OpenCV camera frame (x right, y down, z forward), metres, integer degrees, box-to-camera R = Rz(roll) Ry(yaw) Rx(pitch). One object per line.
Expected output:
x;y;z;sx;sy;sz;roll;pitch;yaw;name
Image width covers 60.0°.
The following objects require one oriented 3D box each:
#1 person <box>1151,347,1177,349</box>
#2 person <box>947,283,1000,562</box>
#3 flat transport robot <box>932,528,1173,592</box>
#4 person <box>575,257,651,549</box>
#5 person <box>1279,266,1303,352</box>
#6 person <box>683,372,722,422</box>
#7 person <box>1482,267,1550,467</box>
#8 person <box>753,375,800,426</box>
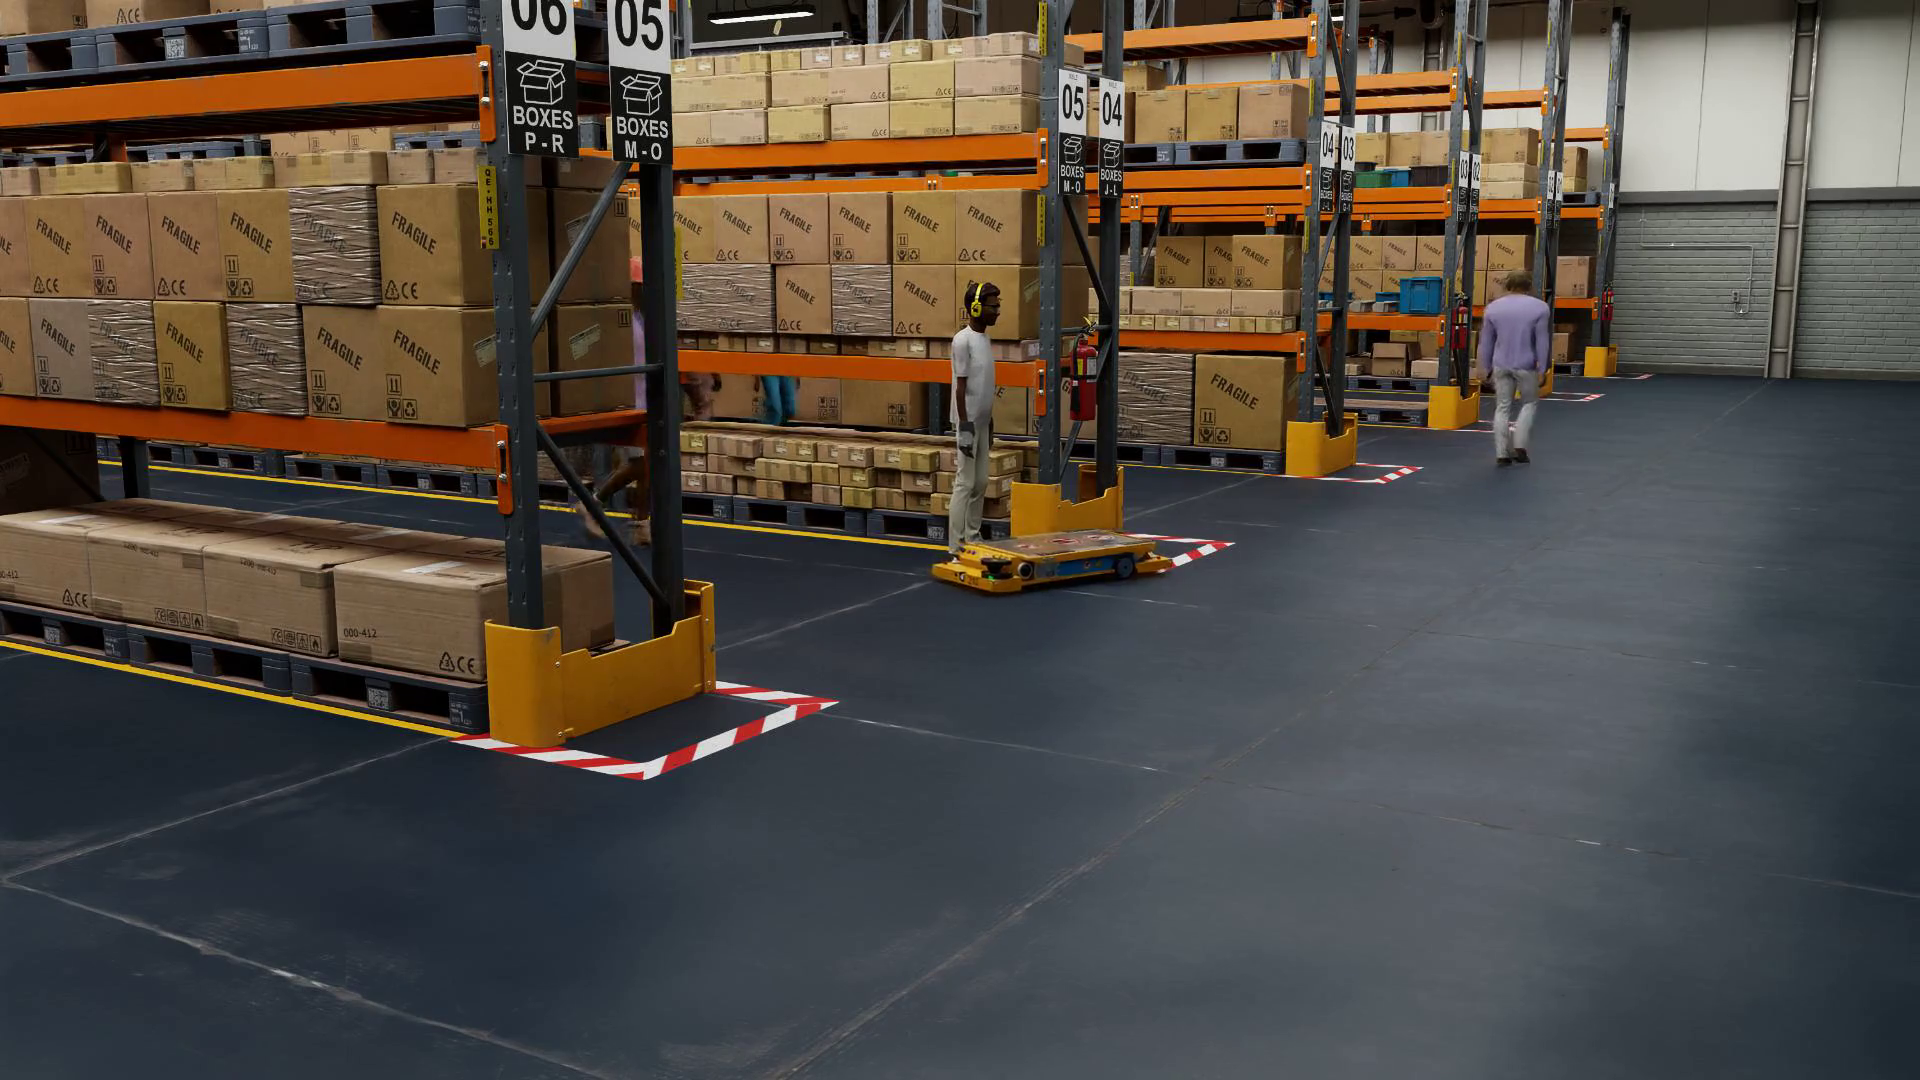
2.402;-2.148;19.565;0.317;1.695;0.539;2;10;12;person
0.105;-0.743;10.874;0.325;1.860;0.515;4;11;24;person
0.594;0.112;10.504;1.431;0.197;0.652;-7;12;-35;flat transport robot
-2.281;-0.918;11.406;0.609;2.024;0.625;3;10;16;person
3.879;-2.237;19.379;0.374;1.939;0.629;4;11;25;person
-2.600;-1.603;15.912;0.728;1.865;0.435;0;10;-1;person
5.372;-1.661;16.069;0.655;1.917;0.548;7;12;34;person
-1.809;-1.627;16.167;0.573;1.816;0.616;-8;13;-39;person
